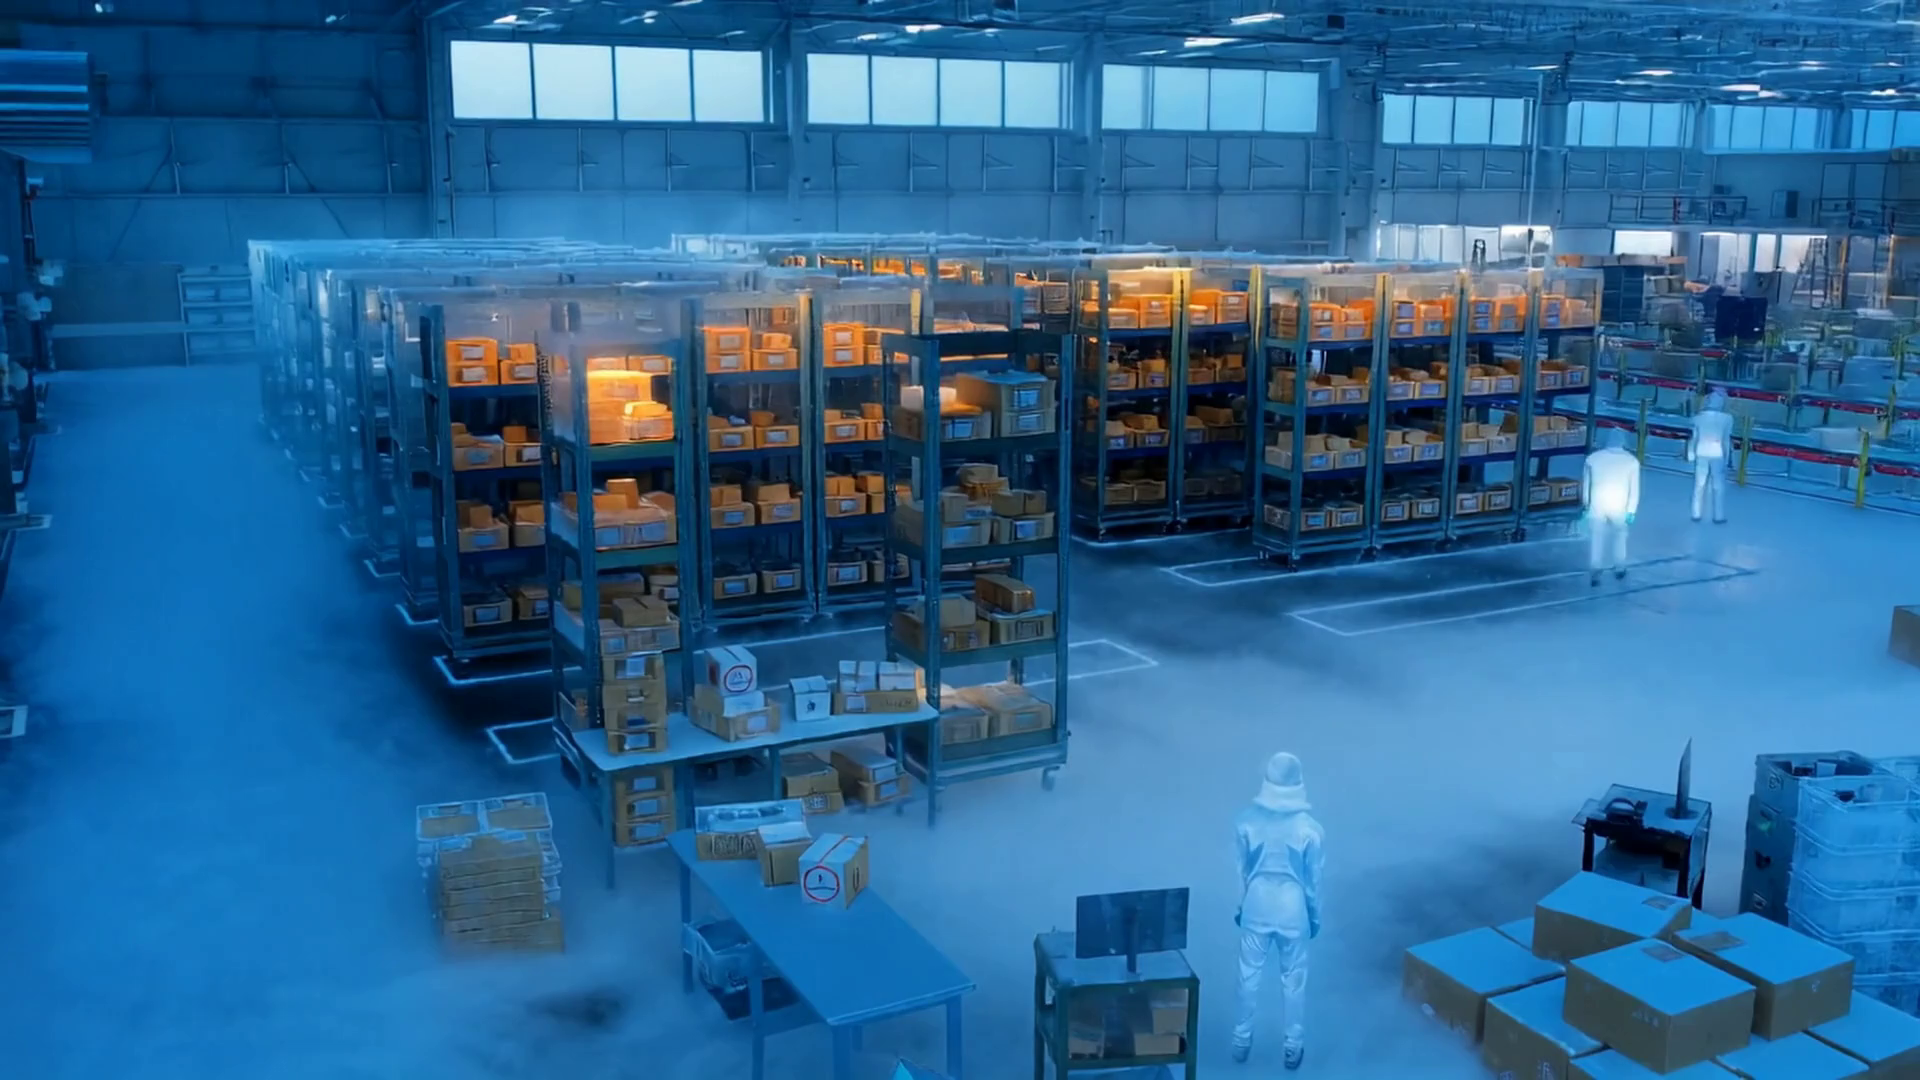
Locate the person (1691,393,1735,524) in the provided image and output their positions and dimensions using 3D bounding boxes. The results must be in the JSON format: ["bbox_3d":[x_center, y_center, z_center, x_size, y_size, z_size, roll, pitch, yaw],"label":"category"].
[{"bbox_3d":[10.523,-1.141,23.304,0.565,1.837,0.401,11,16,42],"label":"person"}]

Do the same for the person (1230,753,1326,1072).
[{"bbox_3d":[1.699,1.985,8.933,0.485,1.735,0.343,3,13,15],"label":"person"}]

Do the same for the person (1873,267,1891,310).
[{"bbox_3d":[33.141,-8.906,59.791,0.532,1.768,0.311,7,14,29],"label":"person"}]

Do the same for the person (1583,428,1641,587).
[{"bbox_3d":[7.751,-0.409,19.793,0.659,1.864,0.930,7,14,31],"label":"person"}]

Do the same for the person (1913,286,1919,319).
[{"bbox_3d":[28.037,-6.560,48.575,0.334,1.871,0.521,-1,12,-5],"label":"person"}]

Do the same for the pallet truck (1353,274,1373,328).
[{"bbox_3d":[13.011,-8.050,55.243,0.823,1.965,1.885,-7,14,-28],"label":"pallet truck"}]
